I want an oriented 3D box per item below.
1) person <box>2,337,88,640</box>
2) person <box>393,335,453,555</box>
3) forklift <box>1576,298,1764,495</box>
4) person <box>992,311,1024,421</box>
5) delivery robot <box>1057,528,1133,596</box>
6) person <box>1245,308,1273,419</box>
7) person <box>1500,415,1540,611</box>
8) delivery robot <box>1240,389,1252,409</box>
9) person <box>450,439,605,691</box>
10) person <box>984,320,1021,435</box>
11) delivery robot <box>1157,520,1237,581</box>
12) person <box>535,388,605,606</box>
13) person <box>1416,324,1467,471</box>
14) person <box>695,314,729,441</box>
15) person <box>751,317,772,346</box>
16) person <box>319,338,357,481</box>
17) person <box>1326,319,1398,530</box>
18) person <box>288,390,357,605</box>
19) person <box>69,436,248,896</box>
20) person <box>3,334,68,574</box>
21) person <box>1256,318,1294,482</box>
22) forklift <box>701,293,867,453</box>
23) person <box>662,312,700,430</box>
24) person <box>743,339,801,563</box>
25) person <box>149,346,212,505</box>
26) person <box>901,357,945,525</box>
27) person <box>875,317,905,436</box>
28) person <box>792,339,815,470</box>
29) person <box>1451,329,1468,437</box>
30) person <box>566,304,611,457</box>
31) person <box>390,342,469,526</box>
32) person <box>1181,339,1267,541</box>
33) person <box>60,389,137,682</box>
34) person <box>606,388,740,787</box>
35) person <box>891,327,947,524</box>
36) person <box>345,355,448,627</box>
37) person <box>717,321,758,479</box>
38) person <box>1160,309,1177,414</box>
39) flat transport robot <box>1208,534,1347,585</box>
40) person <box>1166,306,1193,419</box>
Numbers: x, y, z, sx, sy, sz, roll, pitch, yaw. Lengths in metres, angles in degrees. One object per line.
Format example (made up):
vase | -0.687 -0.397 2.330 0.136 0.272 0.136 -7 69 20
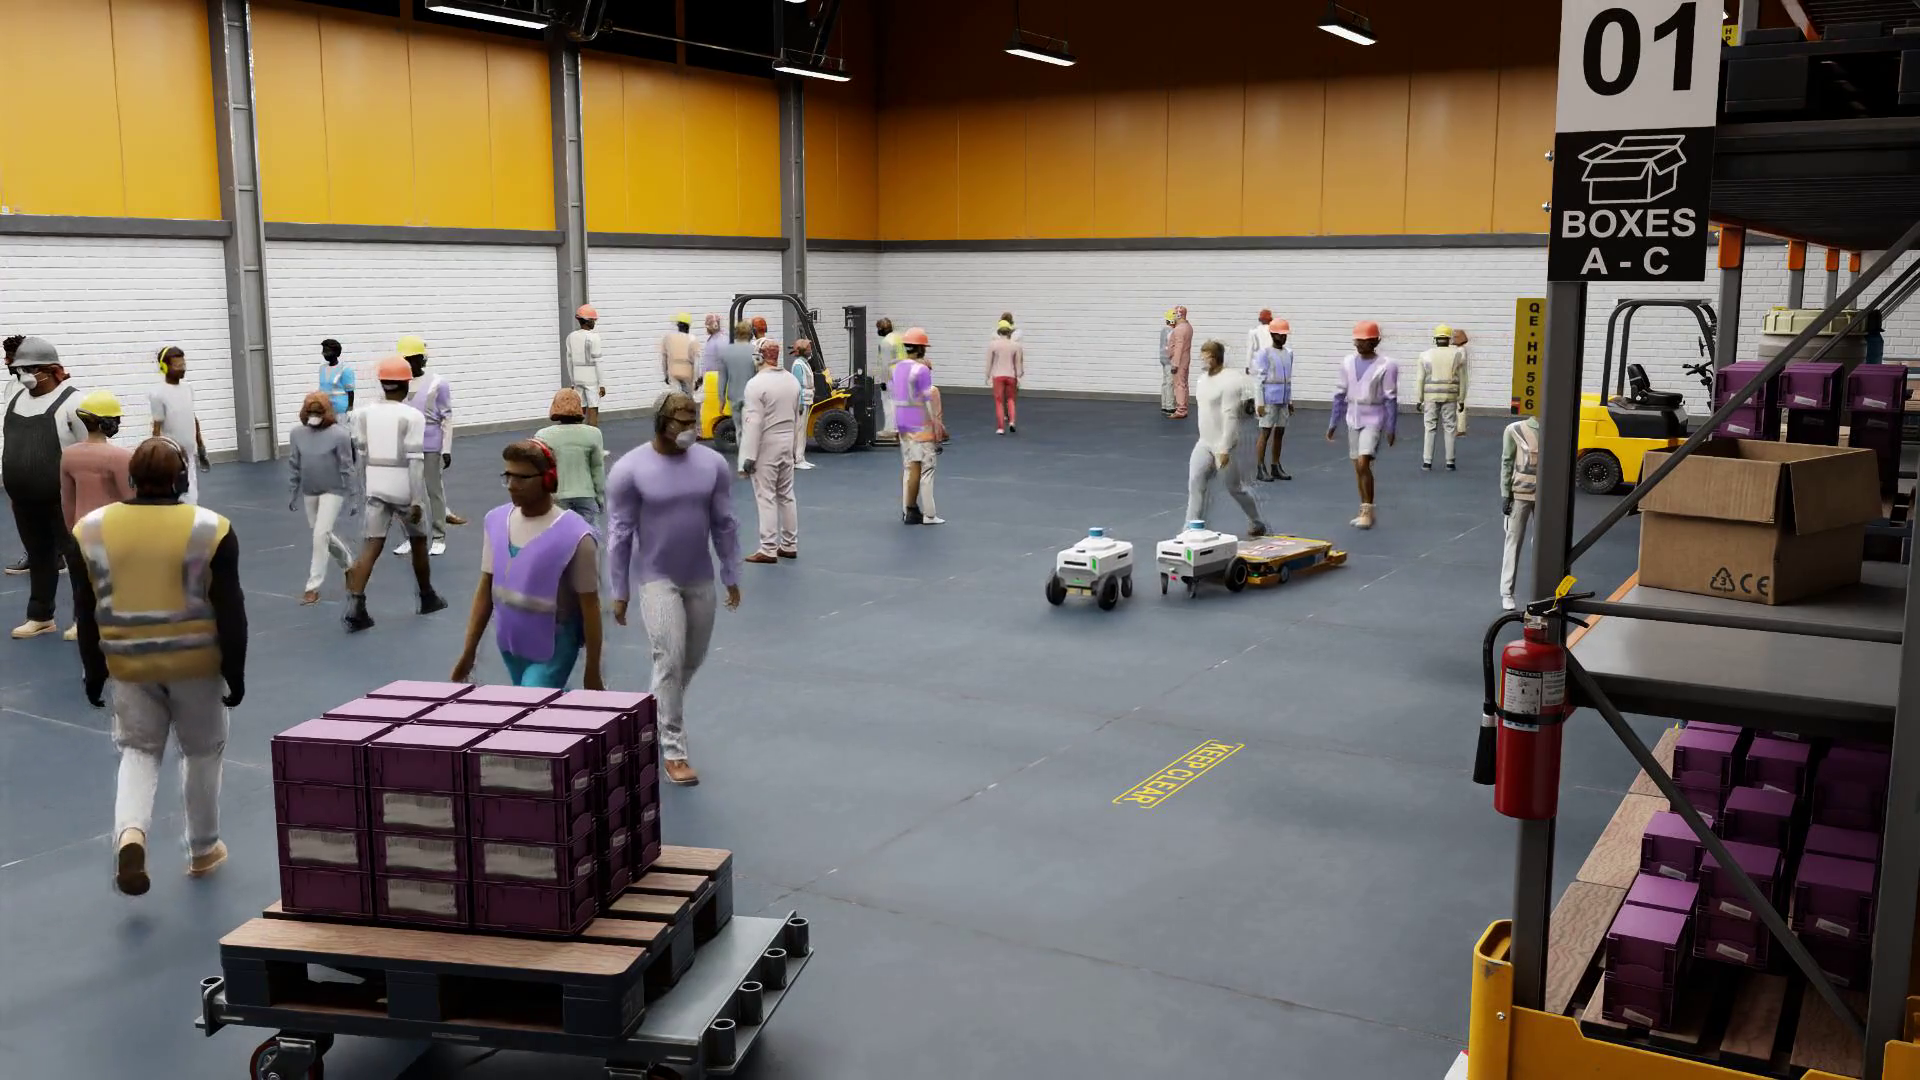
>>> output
person | -6.105 -0.337 11.123 0.682 2.000 0.536 2 9 13
person | -4.719 -0.820 14.494 0.591 1.926 0.386 1 9 8
forklift | 7.954 -1.589 18.462 2.313 2.155 1.214 5 11 30
person | 0.799 -2.877 27.624 0.544 1.833 0.444 2 9 10
delivery robot | 1.012 0.152 12.404 0.477 0.478 0.707 5 11 29
person | 5.117 -2.959 28.014 0.607 1.873 0.400 0 9 1
person | 4.188 -0.299 12.142 0.511 1.640 0.308 -1 9 -4
delivery robot | 4.731 -2.490 28.893 0.707 0.478 0.477 -7 12 -37
person | -1.748 0.483 6.779 0.578 1.798 0.939 7 12 38
person | 0.658 -2.482 25.426 0.539 1.753 0.416 -2 9 -13
delivery robot | 1.822 0.092 12.777 0.477 0.478 0.707 8 12 41
person | -2.822 -0.284 12.061 0.507 1.632 0.264 -5 10 -27
person | 5.992 -1.770 20.727 0.601 1.827 0.403 2 9 13
person | -3.597 -2.396 24.541 0.939 1.863 0.647 -3 9 -16
person | -2.629 -2.022 22.130 0.359 1.884 0.573 4 10 23
person | -7.349 -1.524 19.599 0.540 1.697 0.317 5 10 26
person | 3.847 -1.105 15.993 0.659 2.021 0.634 -7 12 -38
person | -4.790 -0.353 12.604 0.518 1.592 0.797 2 9 12
person | -3.141 0.503 6.561 0.636 1.819 0.675 -2 9 -11
person | -7.551 -0.683 13.517 0.606 1.966 0.367 5 10 27
person | 3.751 -1.657 19.686 0.552 1.935 0.366 -6 11 -33
forklift | -2.458 -2.344 23.176 2.313 2.155 1.214 0 9 -2
person | -4.178 -2.479 25.029 0.593 1.870 0.970 0 9 -1
person | -1.629 -0.758 14.173 0.403 1.906 0.651 6 11 32
person | -6.716 -0.738 14.221 0.782 1.849 0.522 1 9 8
person | -0.385 -0.967 16.289 0.523 1.645 0.306 7 11 36
person | -0.998 -2.435 24.953 0.539 1.805 0.686 4 10 22
person | -1.985 -1.709 20.939 0.310 1.638 0.523 1 9 4
person | 7.462 -2.367 25.077 0.450 1.615 0.529 4 10 26
person | -4.973 -2.125 22.274 0.615 2.042 0.375 6 11 34
person | -5.335 -1.031 16.130 0.943 1.834 0.532 0 9 -2
person | 2.351 -0.845 14.803 0.985 1.903 0.645 -4 10 -26
person | -5.114 -0.017 9.983 0.533 1.767 0.326 3 10 17
person | -1.435 0.197 8.205 0.665 1.911 0.769 -7 11 -36
person | -0.426 -1.121 16.343 0.411 1.928 0.561 -6 11 -34
person | -4.019 -0.348 11.686 0.567 1.894 0.998 2 9 14
person | -2.583 -1.704 20.163 0.646 1.883 0.995 2 9 15
person | 3.696 -3.108 29.068 0.404 1.832 0.596 -1 9 -8
flat transport robot | 2.539 0.146 13.617 0.652 0.197 1.431 8 12 40
person | 3.719 -3.013 28.243 0.409 1.909 0.641 4 10 22
